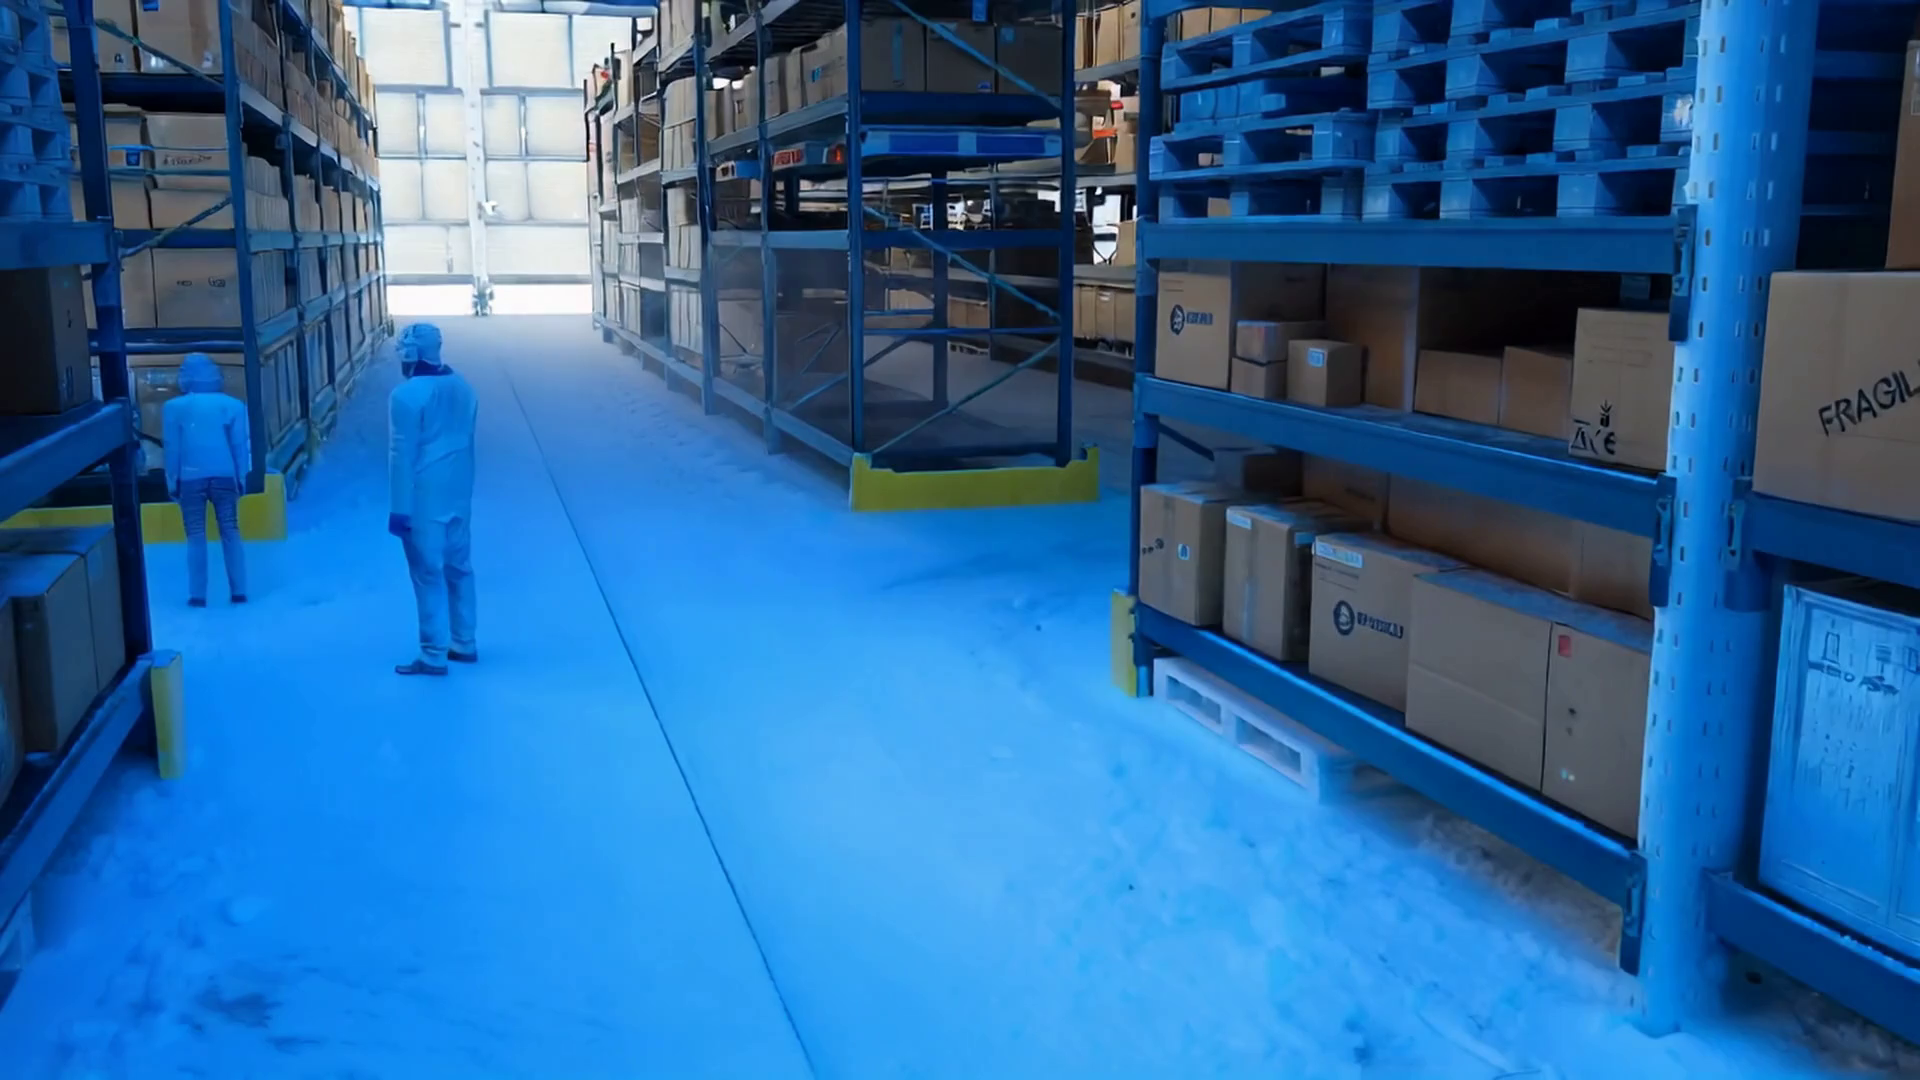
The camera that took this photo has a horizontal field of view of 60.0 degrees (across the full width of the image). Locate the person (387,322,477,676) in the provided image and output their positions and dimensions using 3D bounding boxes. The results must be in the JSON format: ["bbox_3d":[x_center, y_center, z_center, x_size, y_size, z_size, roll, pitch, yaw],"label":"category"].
[{"bbox_3d":[-2.867,-0.223,8.992,0.400,1.902,0.641,3,11,16],"label":"person"}]

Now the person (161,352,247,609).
[{"bbox_3d":[-4.779,-0.374,10.567,0.493,1.624,0.280,-8,13,-38],"label":"person"}]

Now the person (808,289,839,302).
[{"bbox_3d":[-2.765,-4.763,33.720,0.624,1.961,0.617,-2,11,-12],"label":"person"}]
